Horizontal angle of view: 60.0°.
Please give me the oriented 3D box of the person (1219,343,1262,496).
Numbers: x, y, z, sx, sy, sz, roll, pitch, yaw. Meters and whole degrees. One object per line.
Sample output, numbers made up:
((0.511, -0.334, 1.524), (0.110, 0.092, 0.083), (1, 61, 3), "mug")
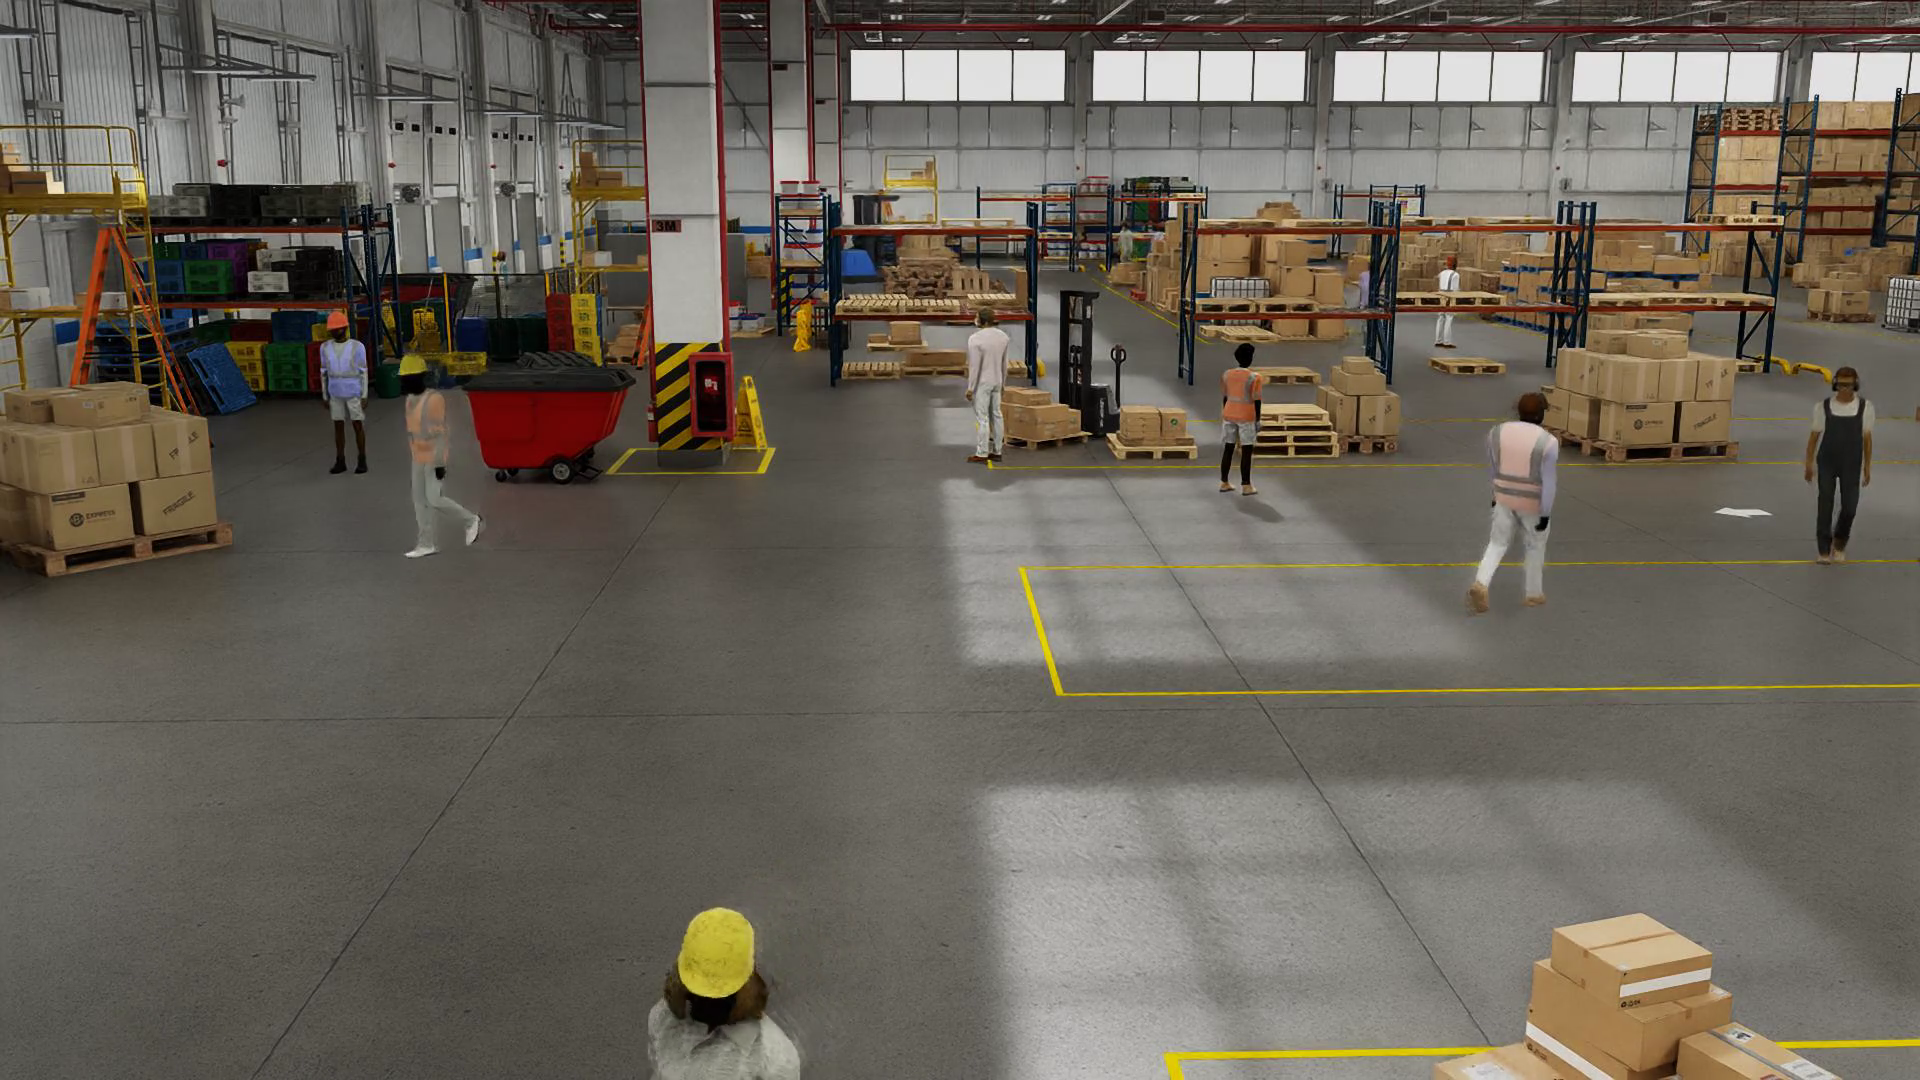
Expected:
((3.129, -1.345, 18.513), (0.533, 1.690, 0.321), (12, 17, 43), "person")

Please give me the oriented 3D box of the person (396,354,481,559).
((-4.899, -0.794, 15.513), (0.607, 1.907, 0.644), (11, 17, 41), "person")

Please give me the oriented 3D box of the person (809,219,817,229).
((-5.281, -10.831, 60.809), (0.636, 1.924, 0.711), (5, 14, 23), "person")

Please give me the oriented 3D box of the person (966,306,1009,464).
((0.326, -1.900, 20.446), (0.635, 1.938, 0.362), (-12, 17, -43), "person")

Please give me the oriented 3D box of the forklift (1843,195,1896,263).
((29.663, -9.698, 53.506), (1.873, 2.768, 1.129), (0, 12, -2), "forklift")

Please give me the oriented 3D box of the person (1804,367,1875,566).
((7.961, -0.655, 15.072), (0.550, 1.828, 0.482), (6, 14, 25), "person")

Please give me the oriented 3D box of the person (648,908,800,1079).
((-0.684, 1.783, 4.316), (0.512, 1.714, 0.529), (7, 14, 30), "person")

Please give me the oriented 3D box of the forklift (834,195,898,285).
((-3.082, -9.581, 52.978), (1.873, 2.768, 1.129), (-7, 14, -29), "forklift")

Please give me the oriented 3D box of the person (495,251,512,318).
((-11.237, -6.261, 40.838), (0.313, 1.634, 0.514), (-10, 16, -39), "person")

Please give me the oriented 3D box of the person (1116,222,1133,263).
((5.695, -9.917, 56.798), (0.978, 1.884, 0.704), (-6, 14, -26), "person")

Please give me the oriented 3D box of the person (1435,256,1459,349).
((9.913, -4.819, 33.779), (0.355, 1.876, 0.574), (-5, 13, -22), "person")

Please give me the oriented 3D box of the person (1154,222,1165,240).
((6.716, -9.805, 56.253), (0.975, 1.900, 0.543), (-4, 13, -19), "person")

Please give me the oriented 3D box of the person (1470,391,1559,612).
((4.535, -0.303, 13.511), (0.621, 1.820, 0.841), (12, 17, 43), "person")

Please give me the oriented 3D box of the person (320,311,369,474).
((-7.305, -1.742, 19.735), (0.551, 1.934, 0.373), (0, 12, 0), "person")

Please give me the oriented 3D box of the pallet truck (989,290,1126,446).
((1.257, -2.299, 22.111), (1.885, 1.965, 0.823), (-9, 15, -35), "pallet truck")

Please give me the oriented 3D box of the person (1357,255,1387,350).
((8.448, -4.822, 33.771), (0.946, 1.878, 0.616), (-10, 16, -39), "person")
